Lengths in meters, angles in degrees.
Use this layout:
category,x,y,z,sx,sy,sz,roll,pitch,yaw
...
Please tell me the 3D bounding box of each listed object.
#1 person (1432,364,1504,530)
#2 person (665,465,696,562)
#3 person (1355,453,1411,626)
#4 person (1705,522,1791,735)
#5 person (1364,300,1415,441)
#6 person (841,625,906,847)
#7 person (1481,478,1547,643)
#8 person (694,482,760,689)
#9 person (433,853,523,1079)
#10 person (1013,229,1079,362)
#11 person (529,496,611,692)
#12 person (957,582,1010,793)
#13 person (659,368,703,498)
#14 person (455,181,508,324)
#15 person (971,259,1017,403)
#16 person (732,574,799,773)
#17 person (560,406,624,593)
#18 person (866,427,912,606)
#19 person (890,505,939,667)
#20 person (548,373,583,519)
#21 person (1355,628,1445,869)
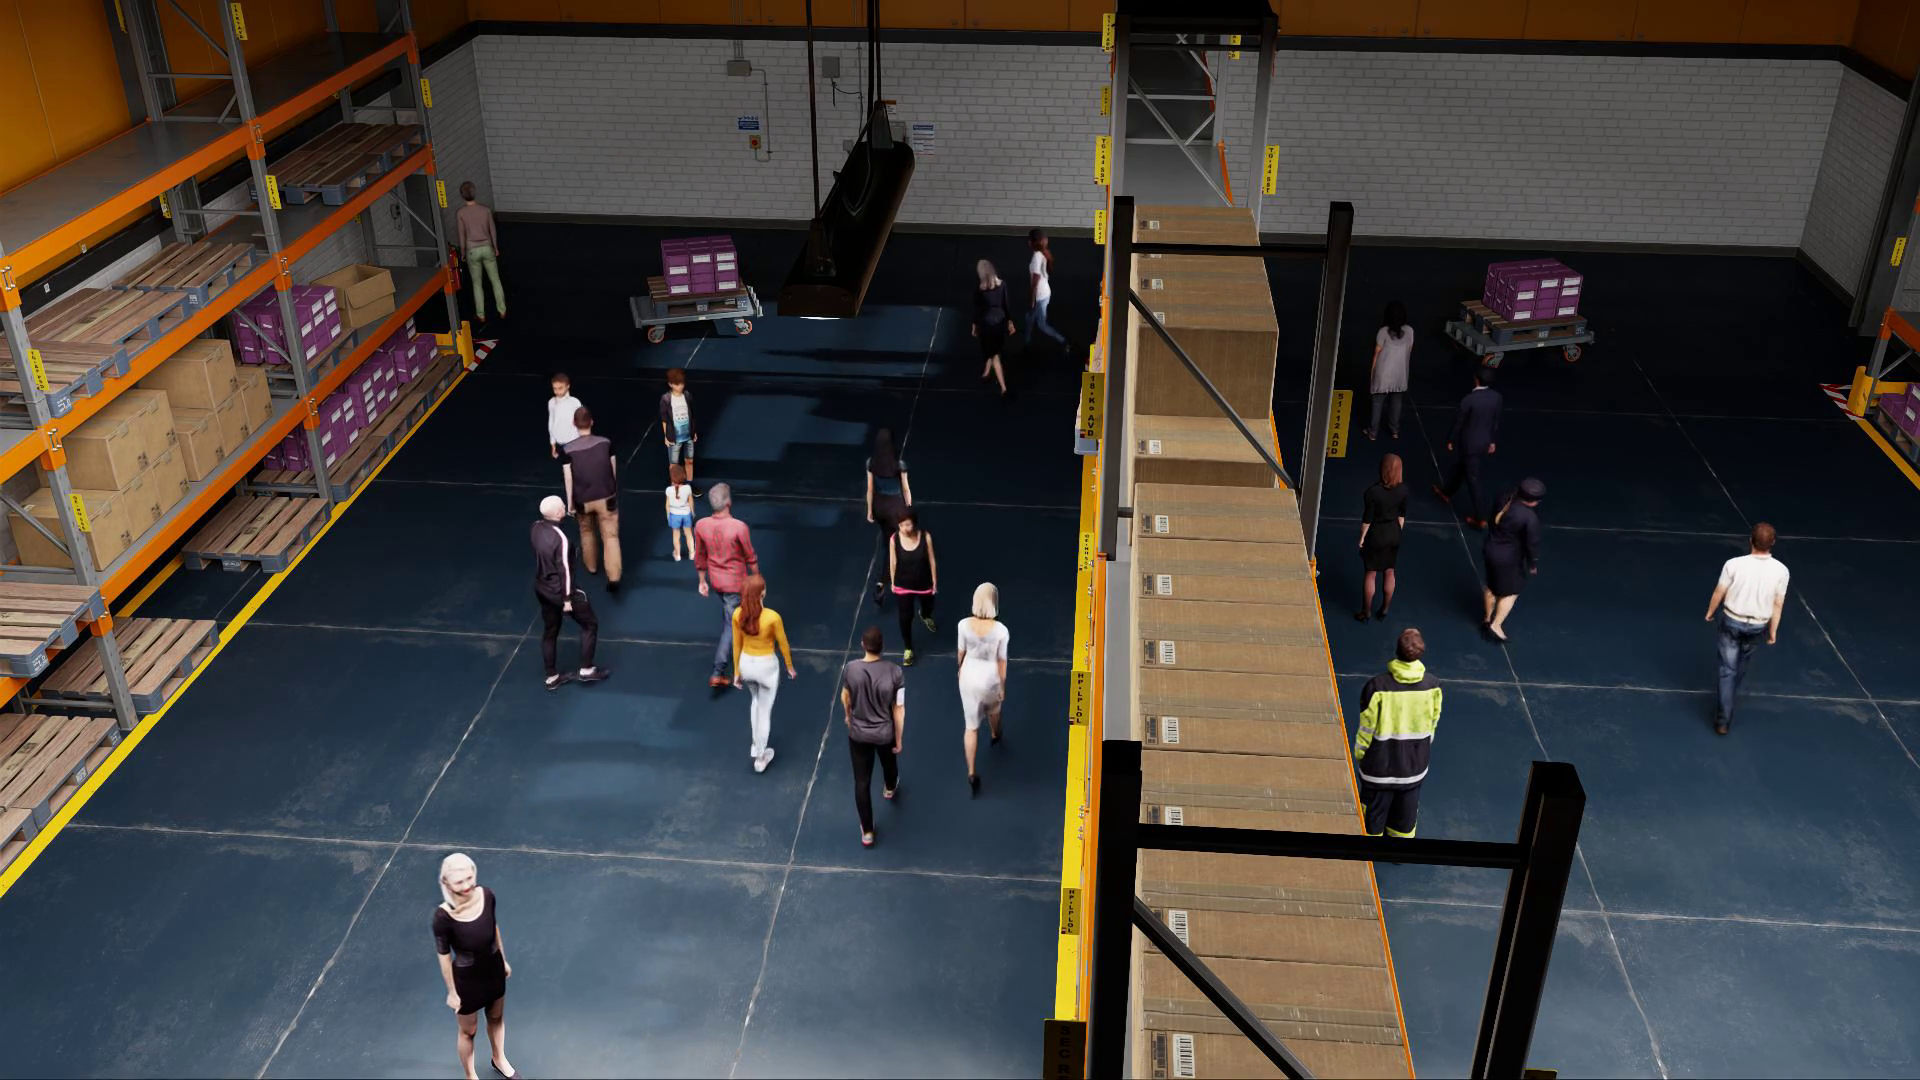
category,x,y,z,sx,sy,sz,roll,pitch,yaw
person,5.243,-0.911,16.852,0.999,1.676,1.221,-11,31,-20
person,-2.755,-0.268,16.360,0.467,1.019,0.488,-5,29,-10
person,3.850,-0.005,15.160,0.640,1.706,0.597,-6,29,-11
person,6.420,0.763,13.627,0.806,1.827,1.095,7,29,13
person,4.852,-1.915,18.769,0.724,1.604,0.765,-7,29,-13
person,-0.666,1.496,12.388,0.678,1.725,1.053,0,29,1
person,4.898,0.126,14.983,0.796,1.647,0.897,25,37,38
person,-2.023,0.417,14.304,0.984,1.786,1.320,13,31,22
person,-2.948,2.659,10.147,0.726,1.829,0.627,22,35,34
person,1.073,-2.999,20.661,0.727,1.695,0.993,2,29,4
person,-3.494,0.494,14.130,0.838,1.817,0.895,20,35,32
person,0.152,1.177,13.000,0.651,1.699,1.078,5,29,9
person,-2.941,-1.119,17.473,0.626,1.448,0.679,-19,34,-31
person,-6.328,-3.791,21.930,0.773,1.869,0.792,-14,32,-24
person,0.414,-2.431,19.600,0.972,1.713,1.088,-14,32,-24
person,-1.608,1.099,13.108,0.658,1.733,0.670,9,30,16
person,-3.428,-0.352,15.697,0.886,1.802,1.187,-7,29,-13
person,-0.677,-0.201,15.520,0.728,1.707,1.083,9,30,15
person,-0.386,0.333,14.734,0.677,1.520,0.960,-4,29,-7
person,-4.019,-1.050,17.277,0.549,1.514,1.071,3,29,5
person,3.152,1.514,12.087,0.831,1.982,0.737,-4,29,-8
